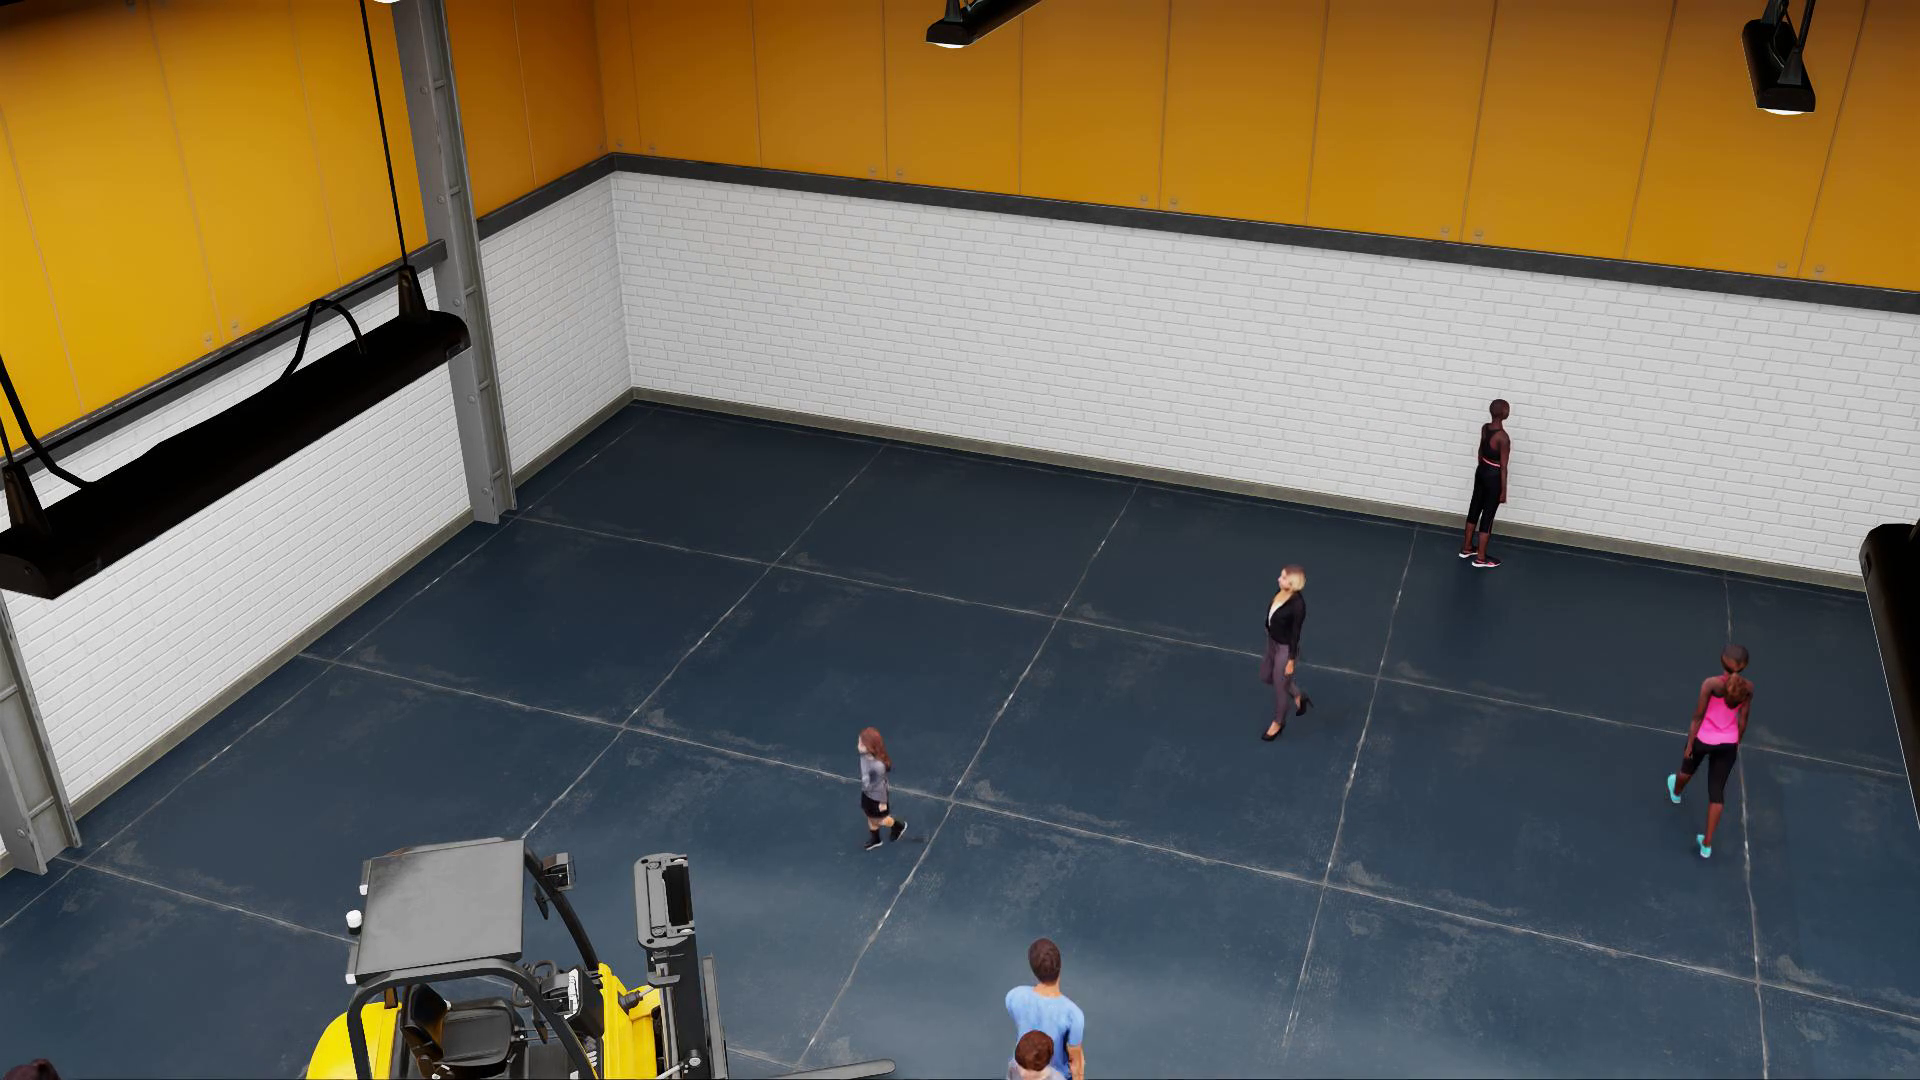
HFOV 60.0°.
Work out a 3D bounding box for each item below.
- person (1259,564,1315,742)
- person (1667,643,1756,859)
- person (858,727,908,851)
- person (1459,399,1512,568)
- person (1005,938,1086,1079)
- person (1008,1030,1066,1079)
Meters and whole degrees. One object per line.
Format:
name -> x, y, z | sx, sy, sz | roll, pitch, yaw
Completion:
person -> 2.759, 0.929, 13.756 | 0.846, 1.660, 0.805 | -6, 29, -12
person -> 5.694, 1.602, 12.517 | 0.727, 1.665, 1.172 | 5, 29, 9
person -> -0.597, 1.877, 12.600 | 0.695, 1.101, 0.630 | -14, 32, -24
person -> 5.212, -0.581, 16.421 | 0.724, 1.758, 0.649 | -10, 30, -17
person -> 0.446, 3.160, 9.505 | 0.727, 1.814, 1.152 | 14, 32, 25
person -> 0.477, 3.356, 9.358 | 0.810, 1.610, 1.109 | 21, 35, 33
